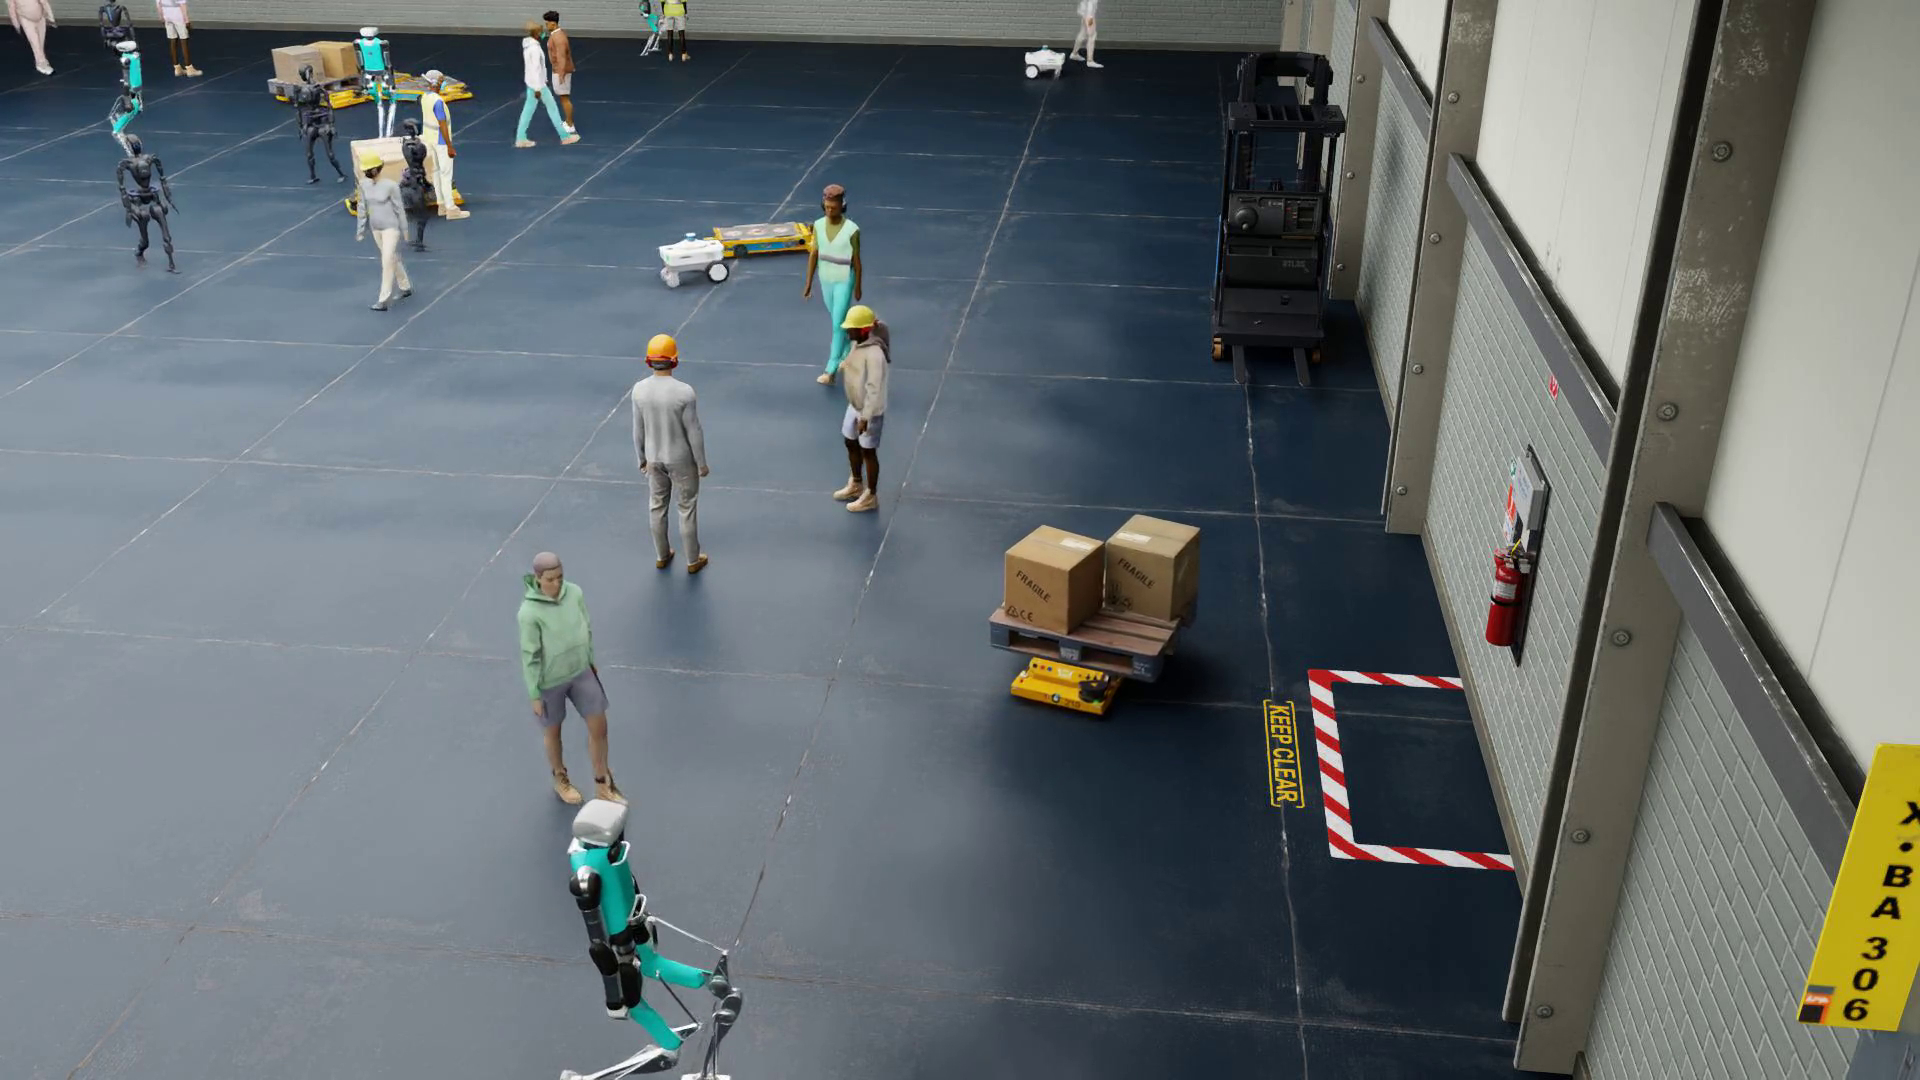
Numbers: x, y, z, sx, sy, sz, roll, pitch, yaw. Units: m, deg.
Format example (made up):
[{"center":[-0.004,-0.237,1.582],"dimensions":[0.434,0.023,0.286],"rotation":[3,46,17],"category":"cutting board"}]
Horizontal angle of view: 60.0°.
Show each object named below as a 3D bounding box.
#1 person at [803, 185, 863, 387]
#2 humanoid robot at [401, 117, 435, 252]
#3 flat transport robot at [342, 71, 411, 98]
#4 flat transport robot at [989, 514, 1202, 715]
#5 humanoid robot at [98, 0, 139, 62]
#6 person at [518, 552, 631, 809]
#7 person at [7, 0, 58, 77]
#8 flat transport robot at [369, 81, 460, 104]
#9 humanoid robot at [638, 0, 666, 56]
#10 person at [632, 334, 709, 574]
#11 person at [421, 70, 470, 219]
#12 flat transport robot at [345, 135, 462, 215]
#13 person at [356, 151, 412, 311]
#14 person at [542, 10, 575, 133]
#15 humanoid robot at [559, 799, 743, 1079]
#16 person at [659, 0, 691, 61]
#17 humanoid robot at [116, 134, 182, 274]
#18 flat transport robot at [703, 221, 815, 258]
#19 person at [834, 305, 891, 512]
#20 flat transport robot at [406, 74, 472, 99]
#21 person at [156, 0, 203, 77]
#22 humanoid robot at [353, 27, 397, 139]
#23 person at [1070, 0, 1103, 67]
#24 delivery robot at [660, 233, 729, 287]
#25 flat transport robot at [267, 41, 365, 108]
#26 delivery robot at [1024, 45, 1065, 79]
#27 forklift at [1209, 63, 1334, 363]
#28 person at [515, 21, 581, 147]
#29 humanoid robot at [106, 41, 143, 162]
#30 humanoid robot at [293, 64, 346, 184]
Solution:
[{"center":[-1.265,-2.473,16.208],"dimensions":[0.488,1.939,0.974],"rotation":[14,30,25],"category":"person"},{"center":[-6.595,-4.312,20.185],"dimensions":[0.342,1.637,0.600],"rotation":[-1,27,-3],"category":"humanoid robot"},{"center":[-10.109,-7.923,28.956],"dimensions":[0.659,0.231,1.431],"rotation":[9,28,17],"category":"flat transport robot"},{"center":[0.924,0.741,11.660],"dimensions":[0.659,0.231,1.431],"rotation":[11,29,21],"category":"flat transport robot"},{"center":[-14.701,-8.789,29.130],"dimensions":[0.615,1.627,0.659],"rotation":[-1,27,-2],"category":"humanoid robot"},{"center":[-2.282,0.872,9.768],"dimensions":[0.522,1.717,0.701],"rotation":[-23,35,-38],"category":"person"},{"center":[-16.670,-9.321,29.978],"dimensions":[1.002,1.853,0.638],"rotation":[19,32,32],"category":"person"},{"center":[-9.284,-7.624,28.358],"dimensions":[1.431,0.231,0.659],"rotation":[8,28,15],"category":"flat transport robot"},{"center":[-5.880,-10.159,31.781],"dimensions":[0.728,1.779,0.551],"rotation":[-10,28,-19],"category":"humanoid robot"},{"center":[-2.193,-0.643,12.620],"dimensions":[0.569,1.889,0.389],"rotation":[7,27,13],"category":"person"},{"center":[-6.728,-5.113,21.536],"dimensions":[0.399,1.893,0.532],"rotation":[-19,32,-33],"category":"person"},{"center":[-7.463,-4.586,22.295],"dimensions":[1.431,0.231,0.659],"rotation":[-12,29,-22],"category":"flat transport robot"},{"center":[-6.395,-3.393,18.285],"dimensions":[0.536,1.725,0.889],"rotation":[10,28,20],"category":"person"},{"center":[-6.237,-7.335,26.025],"dimensions":[0.410,1.843,0.793],"rotation":[-9,28,-18],"category":"person"},{"center":[-1.389,1.943,7.626],"dimensions":[1.028,1.730,0.548],"rotation":[1,27,3],"category":"humanoid robot"},{"center":[-5.361,-9.882,31.269],"dimensions":[0.532,1.697,0.319],"rotation":[5,27,9],"category":"person"},{"center":[-9.534,-3.952,19.485],"dimensions":[0.655,1.638,0.613],"rotation":[21,33,35],"category":"humanoid robot"},{"center":[-2.430,-3.707,20.538],"dimensions":[1.431,0.231,0.659],"rotation":[-6,27,-13],"category":"flat transport robot"},{"center":[-0.777,-1.088,13.646],"dimensions":[0.439,1.755,0.556],"rotation":[-14,30,-26],"category":"person"},{"center":[-9.022,-7.812,28.734],"dimensions":[0.659,0.231,1.431],"rotation":[-18,32,-32],"category":"flat transport robot"},{"center":[-14.093,-9.380,29.895],"dimensions":[0.607,2.036,0.398],"rotation":[10,28,19],"category":"person"},{"center":[-8.833,-6.976,25.413],"dimensions":[0.551,1.761,0.772],"rotation":[-1,27,-2],"category":"humanoid robot"},{"center":[2.385,-9.772,30.907],"dimensions":[0.540,1.837,0.775],"rotation":[-2,27,-4],"category":"person"},{"center":[-3.100,-3.276,19.333],"dimensions":[0.756,0.571,0.499],"rotation":[-11,29,-21],"category":"delivery robot"},{"center":[-10.825,-7.530,28.171],"dimensions":[1.431,0.231,0.659],"rotation":[15,30,27],"category":"flat transport robot"},{"center":[1.518,-8.615,30.010],"dimensions":[0.749,0.587,0.522],"rotation":[2,27,4],"category":"delivery robot"},{"center":[3.241,-3.477,17.183],"dimensions":[1.129,2.768,1.873],"rotation":[3,27,6],"category":"forklift"},{"center":[-6.345,-6.876,25.092],"dimensions":[0.988,1.870,0.500],"rotation":[-14,30,-25],"category":"person"},{"center":[-12.151,-6.300,24.083],"dimensions":[0.784,1.784,0.539],"rotation":[-3,27,-5],"category":"humanoid robot"},{"center":[-8.927,-5.798,23.139],"dimensions":[0.592,1.635,0.390],"rotation":[4,27,8],"category":"humanoid robot"}]
